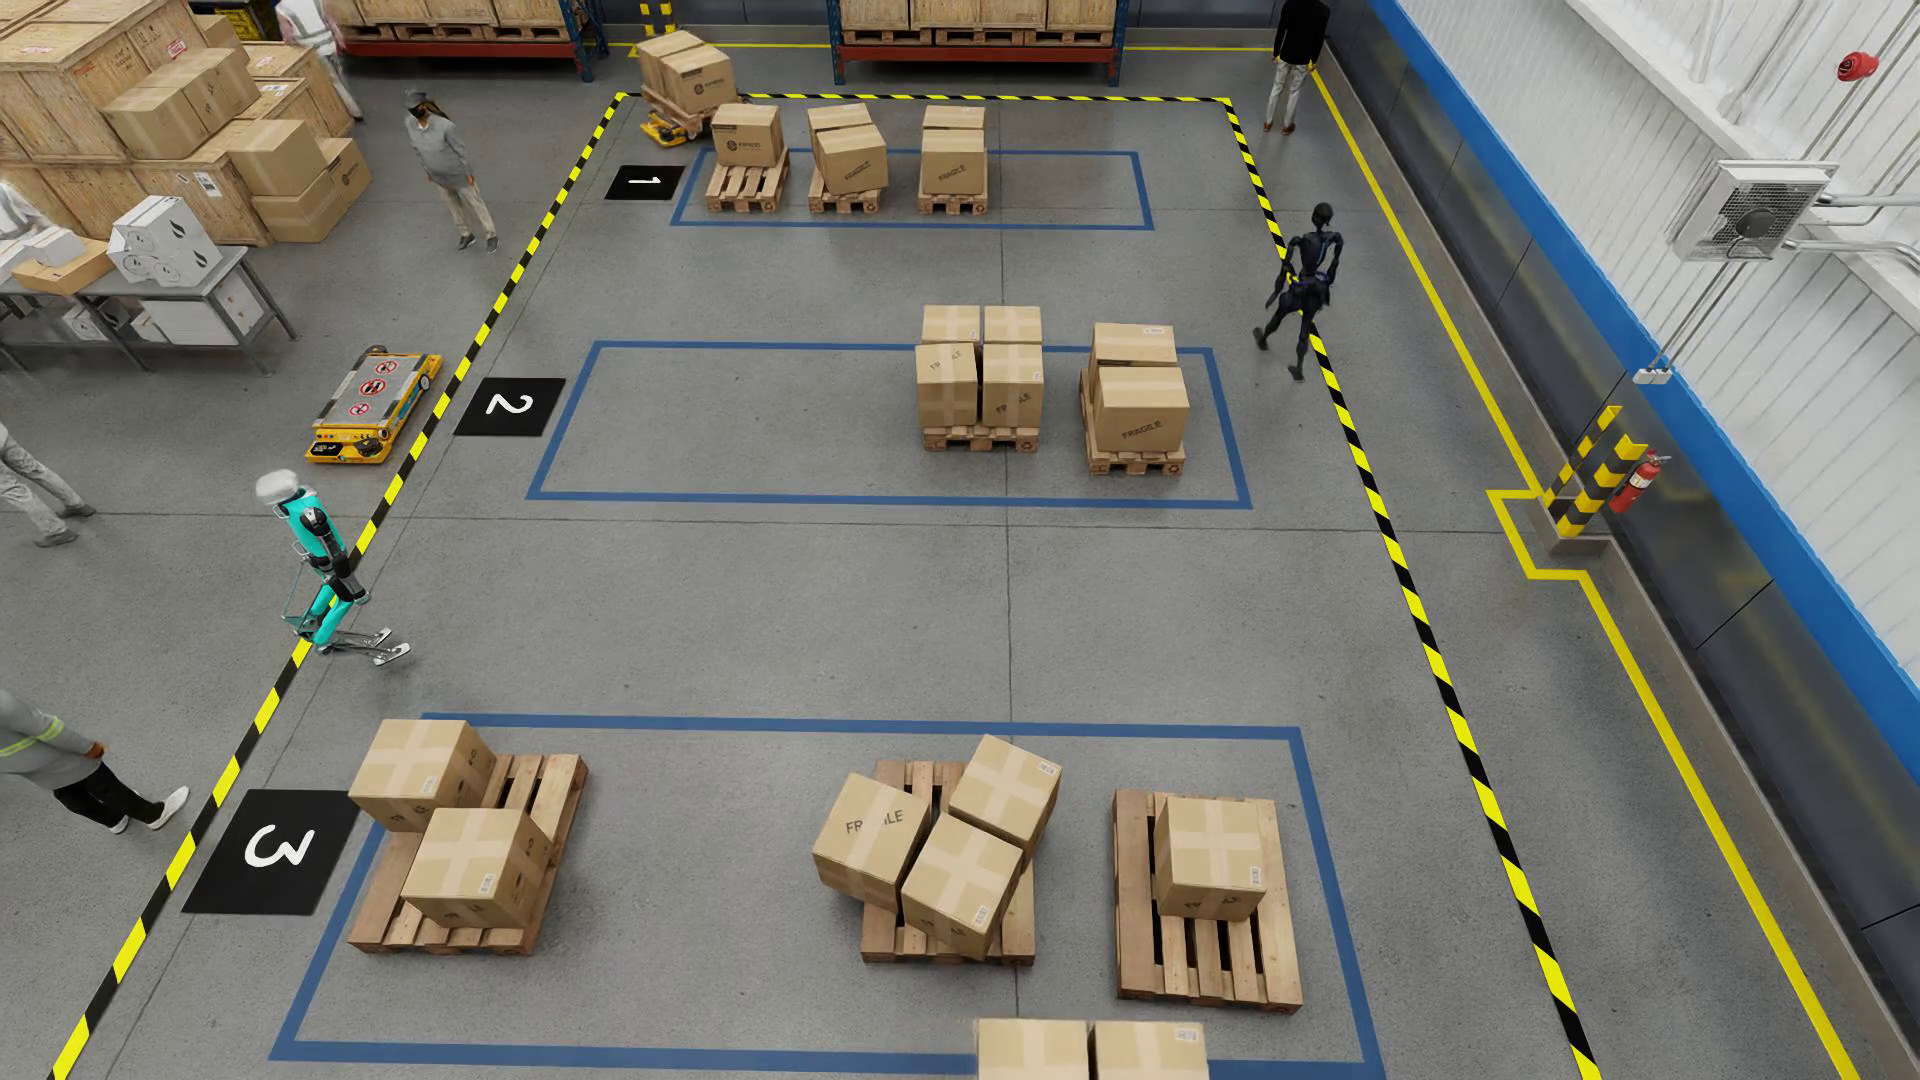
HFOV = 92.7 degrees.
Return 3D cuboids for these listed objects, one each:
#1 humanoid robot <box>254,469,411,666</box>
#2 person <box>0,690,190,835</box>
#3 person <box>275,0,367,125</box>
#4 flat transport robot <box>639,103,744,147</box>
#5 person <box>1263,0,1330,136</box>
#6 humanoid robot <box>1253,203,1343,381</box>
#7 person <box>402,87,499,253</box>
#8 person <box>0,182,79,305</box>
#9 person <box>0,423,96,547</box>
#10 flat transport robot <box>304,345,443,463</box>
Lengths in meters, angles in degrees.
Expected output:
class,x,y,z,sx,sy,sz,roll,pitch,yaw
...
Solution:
class,x,y,z,sx,sy,sz,roll,pitch,yaw
humanoid robot,-4.295,0.303,6.061,0.533,1.676,0.735,33,57,25
person,-5.340,1.190,5.326,0.587,1.848,0.396,-1,50,-1
person,-8.252,-6.305,11.705,0.886,1.779,0.604,24,54,19
flat transport robot,-3.448,-5.614,12.099,1.431,0.197,0.652,-35,58,-26
person,4.177,-6.029,11.415,0.585,1.879,0.383,23,53,18
humanoid robot,3.147,-2.308,8.425,0.609,1.618,0.778,-8,50,-7
person,-5.382,-3.889,9.673,0.564,1.769,0.394,7,50,6
person,-8.810,-2.729,8.636,0.593,1.851,0.711,-20,53,-16
person,-7.419,-0.714,6.880,0.419,1.939,0.605,-7,50,-6
flat transport robot,-5.383,-1.269,8.441,0.659,0.231,1.431,1,50,1
